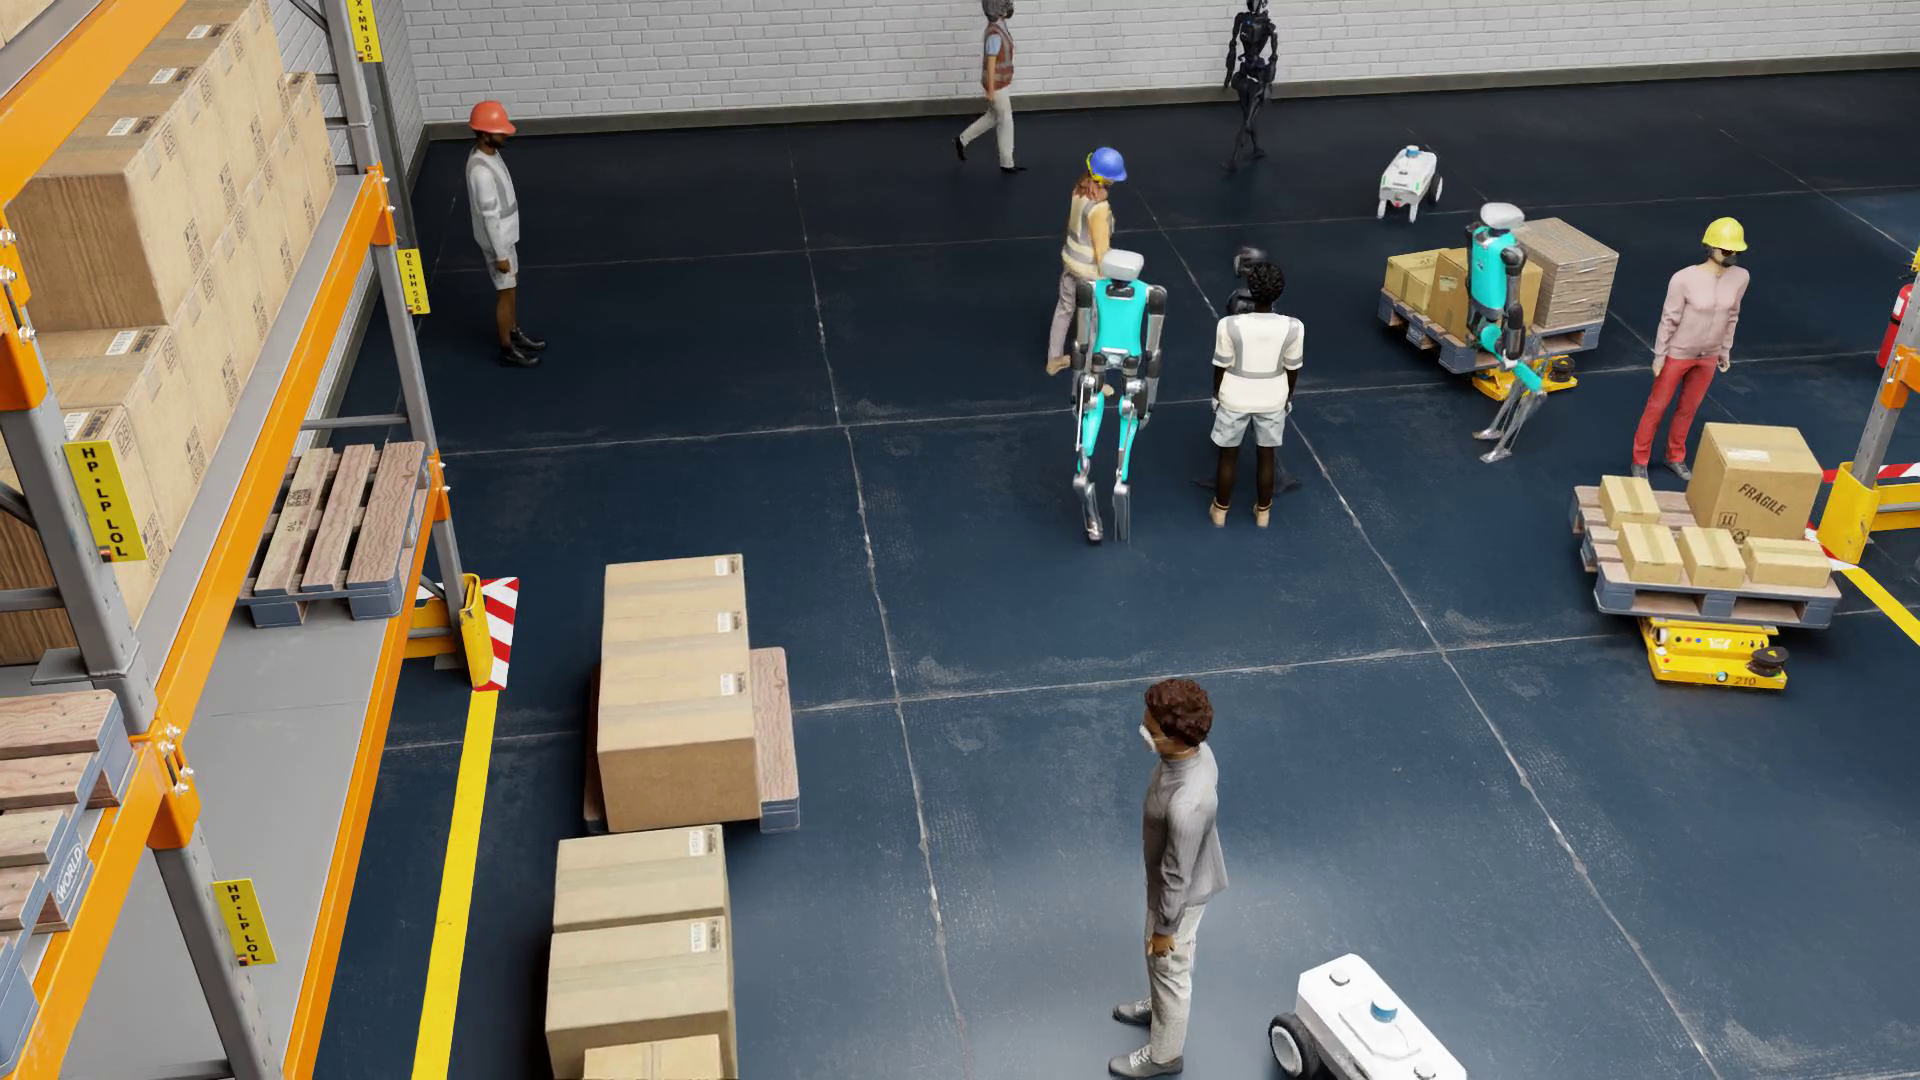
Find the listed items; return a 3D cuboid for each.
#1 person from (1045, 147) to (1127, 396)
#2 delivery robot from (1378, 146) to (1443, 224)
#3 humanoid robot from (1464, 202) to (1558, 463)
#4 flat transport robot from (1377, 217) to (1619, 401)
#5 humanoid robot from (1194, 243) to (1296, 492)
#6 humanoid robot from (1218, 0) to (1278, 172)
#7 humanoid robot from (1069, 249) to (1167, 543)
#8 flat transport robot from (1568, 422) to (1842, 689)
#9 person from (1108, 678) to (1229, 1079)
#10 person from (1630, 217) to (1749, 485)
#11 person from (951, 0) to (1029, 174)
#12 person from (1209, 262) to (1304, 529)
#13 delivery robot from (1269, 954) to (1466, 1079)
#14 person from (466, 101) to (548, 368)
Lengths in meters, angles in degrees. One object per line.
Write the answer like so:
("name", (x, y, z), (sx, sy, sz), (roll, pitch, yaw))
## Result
("person", (0.859, -1.857, 11.353), (0.406, 1.739, 0.609), (-10, 34, -15))
("delivery robot", (3.872, -3.102, 14.359), (0.499, 0.611, 0.800), (15, 36, 21))
("humanoid robot", (3.518, -1.314, 10.516), (0.815, 1.751, 0.540), (-10, 34, -15))
("flat transport robot", (3.760, -1.436, 12.053), (0.659, 0.231, 1.431), (-11, 35, -17))
("humanoid robot", (1.801, -1.003, 10.140), (0.615, 1.633, 0.608), (12, 35, 17))
("humanoid robot", (2.593, -4.160, 14.965), (0.751, 1.626, 0.592), (-22, 39, -30))
("humanoid robot", (0.863, -0.680, 9.677), (0.530, 1.899, 0.793), (7, 34, 10))
("flat transport robot", (4.122, 0.319, 9.364), (0.659, 0.231, 1.431), (4, 33, 6))
("person", (0.822, 1.309, 6.362), (0.409, 1.894, 0.548), (5, 33, 7))
("person", (4.506, -1.144, 10.233), (0.529, 1.772, 0.300), (-6, 34, -10))
("person", (0.275, -4.103, 14.851), (0.656, 1.668, 0.447), (2, 33, 4))
("person", (1.732, -0.830, 9.824), (0.528, 1.688, 0.322), (-1, 33, -2))
("delivery robot", (1.620, 2.002, 6.536), (0.499, 0.608, 0.811), (-15, 36, -22))
("person", (-3.177, -2.113, 11.583), (0.387, 1.925, 0.546), (-5, 33, -7))
